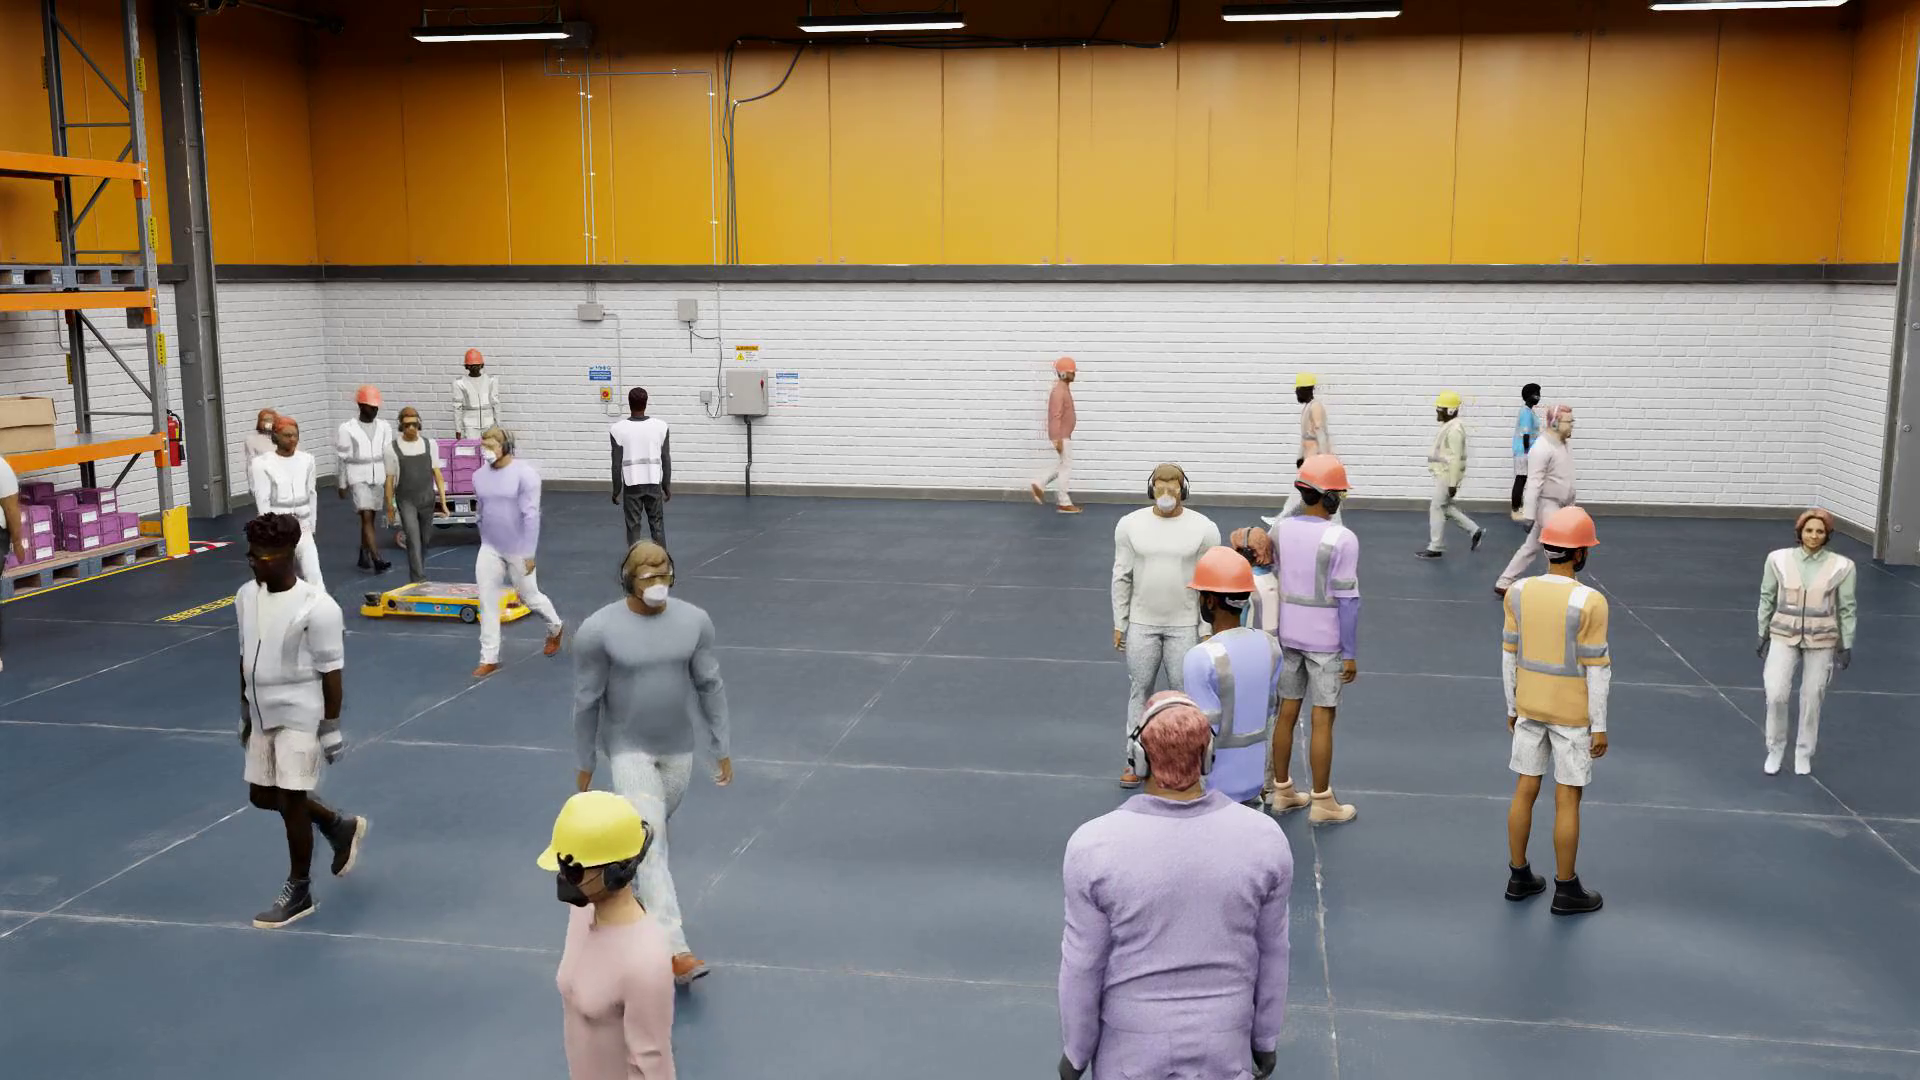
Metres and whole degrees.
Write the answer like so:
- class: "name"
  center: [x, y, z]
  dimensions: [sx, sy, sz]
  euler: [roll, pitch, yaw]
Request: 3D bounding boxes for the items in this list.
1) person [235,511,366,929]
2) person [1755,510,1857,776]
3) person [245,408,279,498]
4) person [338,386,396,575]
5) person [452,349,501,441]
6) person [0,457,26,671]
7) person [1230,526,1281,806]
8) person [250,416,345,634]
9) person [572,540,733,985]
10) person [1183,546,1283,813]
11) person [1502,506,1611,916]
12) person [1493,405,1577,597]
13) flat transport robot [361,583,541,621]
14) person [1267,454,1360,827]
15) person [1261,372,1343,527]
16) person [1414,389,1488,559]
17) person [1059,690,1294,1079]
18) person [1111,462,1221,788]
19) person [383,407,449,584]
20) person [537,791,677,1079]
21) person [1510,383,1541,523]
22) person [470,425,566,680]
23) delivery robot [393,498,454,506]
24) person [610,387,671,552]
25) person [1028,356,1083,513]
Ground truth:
- class: "person"
  center: [-3.120, 0.806, 7.854]
  dimensions: [0.629, 1.946, 0.637]
  euler: [5, 10, 29]
- class: "person"
  center: [5.052, 0.627, 9.951]
  dimensions: [0.538, 1.625, 0.520]
  euler: [5, 11, 30]
- class: "person"
  center: [-7.313, -0.608, 17.670]
  dimensions: [0.504, 1.617, 0.630]
  euler: [-5, 11, -30]
- class: "person"
  center: [-5.912, -0.595, 16.745]
  dimensions: [0.548, 1.880, 0.998]
  euler: [-9, 13, -44]
- class: "person"
  center: [-6.398, -1.524, 22.085]
  dimensions: [0.620, 2.028, 0.409]
  euler: [-5, 10, -29]
- class: "person"
  center: [-7.504, 0.009, 12.515]
  dimensions: [0.713, 2.000, 0.827]
  euler: [-1, 9, -5]
- class: "person"
  center: [1.636, 0.730, 9.308]
  dimensions: [0.331, 1.631, 0.516]
  euler: [8, 12, 42]
- class: "person"
  center: [-5.458, -0.079, 13.654]
  dimensions: [0.927, 1.844, 0.577]
  euler: [8, 12, 42]
- class: "person"
  center: [-1.316, 0.934, 7.259]
  dimensions: [0.653, 1.883, 1.007]
  euler: [-6, 11, -34]
- class: "person"
  center: [1.053, 0.986, 6.772]
  dimensions: [0.553, 1.935, 0.362]
  euler: [-9, 13, -44]
- class: "person"
  center: [2.838, 0.803, 7.903]
  dimensions: [0.361, 1.939, 0.543]
  euler: [-7, 11, -37]
- class: "person"
  center: [5.295, -0.293, 14.977]
  dimensions: [1.021, 1.858, 0.659]
  euler: [7, 11, 37]
- class: "flat transport robot"
  center: [-4.479, 0.538, 14.707]
  dimensions: [1.431, 0.197, 0.652]
  euler: [2, 9, 13]
- class: "person"
  center: [1.959, 0.545, 9.183]
  dimensions: [0.397, 2.043, 0.610]
  euler: [-7, 12, -37]
- class: "person"
  center: [4.016, -1.000, 19.302]
  dimensions: [0.999, 1.866, 0.602]
  euler: [1, 9, 9]
- class: "person"
  center: [5.206, -0.684, 17.517]
  dimensions: [0.662, 1.810, 0.596]
  euler: [2, 9, 15]
- class: "person"
  center: [0.577, 1.352, 4.582]
  dimensions: [0.638, 1.913, 0.408]
  euler: [-1, 9, -8]
- class: "person"
  center: [1.198, 0.504, 9.759]
  dimensions: [0.632, 1.940, 0.372]
  euler: [2, 9, 11]
- class: "person"
  center: [-5.062, -0.341, 15.410]
  dimensions: [0.511, 1.812, 0.938]
  euler: [-7, 11, -36]
- class: "person"
  center: [-0.902, 1.481, 4.247]
  dimensions: [0.427, 1.749, 0.559]
  euler: [-6, 11, -34]
- class: "person"
  center: [6.877, -1.063, 20.215]
  dimensions: [0.320, 1.698, 0.538]
  euler: [3, 10, 18]
- class: "person"
  center: [-3.398, 0.055, 12.681]
  dimensions: [0.626, 1.901, 0.938]
  euler: [3, 10, 19]
- class: "delivery robot"
  center: [-6.381, -0.466, 19.764]
  dimensions: [0.707, 0.478, 0.477]
  euler: [-3, 9, -16]
- class: "person"
  center: [-3.104, -0.526, 16.219]
  dimensions: [0.587, 1.917, 0.390]
  euler: [-3, 10, -21]
- class: "person"
  center: [1.222, -1.324, 20.950]
  dimensions: [0.609, 1.980, 0.629]
  euler: [1, 9, 7]
